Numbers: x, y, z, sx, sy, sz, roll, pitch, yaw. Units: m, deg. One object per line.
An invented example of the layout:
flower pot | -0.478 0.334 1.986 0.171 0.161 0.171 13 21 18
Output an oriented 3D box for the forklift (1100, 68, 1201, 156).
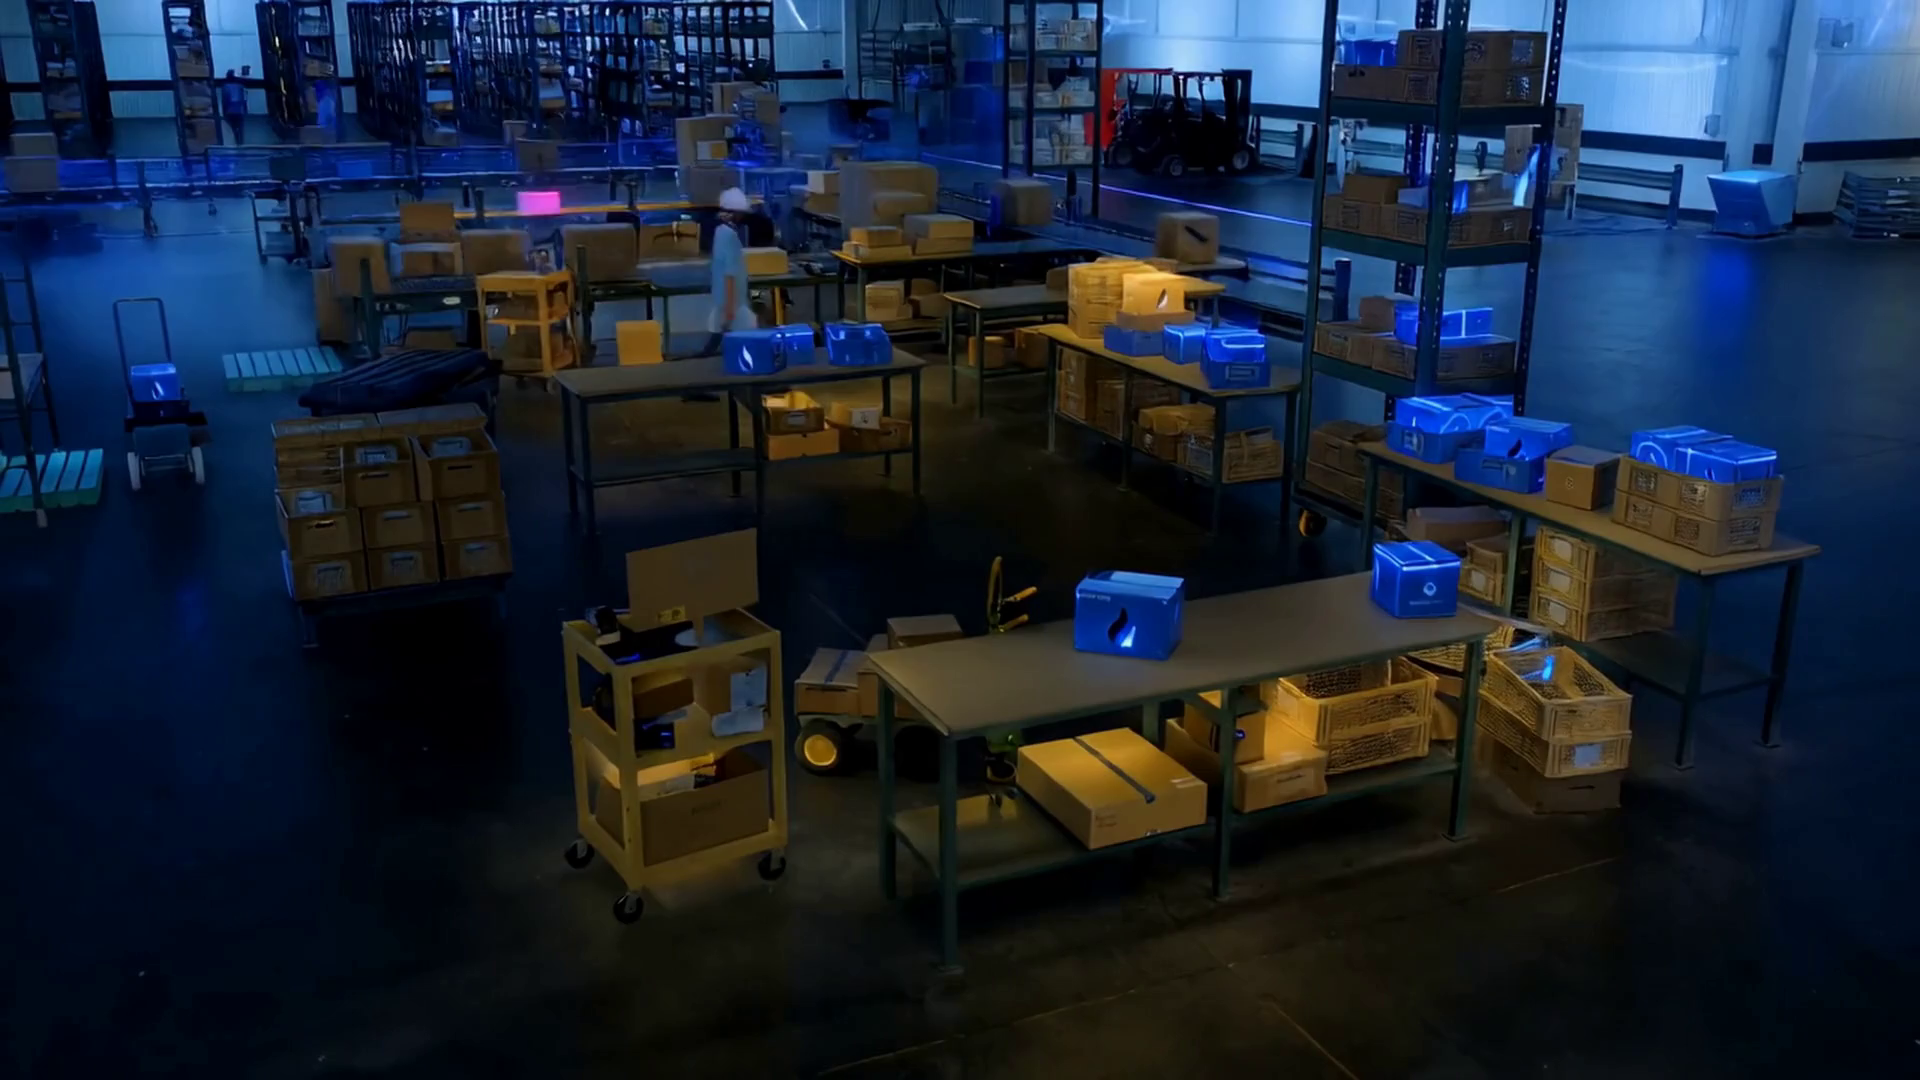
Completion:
forklift | 4.082 -9.564 37.410 2.680 1.987 1.157 -8 19 -23

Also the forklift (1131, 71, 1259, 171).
forklift | 4.998 -8.936 35.413 2.680 1.987 1.157 -9 20 -25

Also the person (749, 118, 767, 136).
person | -4.110 -8.268 34.200 0.578 1.750 0.539 10 20 29

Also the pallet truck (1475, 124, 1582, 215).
pallet truck | 9.707 -6.455 28.103 1.885 1.965 0.823 -7 19 -20

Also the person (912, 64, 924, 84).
person | -1.158 -12.233 46.307 0.386 1.996 0.610 -3 18 -9

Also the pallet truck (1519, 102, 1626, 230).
pallet truck | 9.972 -6.037 26.785 1.885 1.965 0.823 -9 20 -25

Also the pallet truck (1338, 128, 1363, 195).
pallet truck | 7.845 -7.140 31.411 1.522 1.261 0.704 -9 20 -25

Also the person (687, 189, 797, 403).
person | -2.003 -2.146 14.735 1.011 1.886 0.539 -7 19 -22

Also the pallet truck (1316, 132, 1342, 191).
pallet truck | 7.723 -7.504 32.656 1.601 1.201 0.680 -8 19 -23

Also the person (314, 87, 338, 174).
person | -13.559 -8.794 35.750 0.509 1.826 0.582 -9 20 -27

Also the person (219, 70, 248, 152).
person | -18.067 -10.676 41.422 0.609 1.996 1.033 -11 21 -31

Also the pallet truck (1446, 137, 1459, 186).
pallet truck | 9.184 -6.485 29.328 1.630 1.274 0.653 -8 19 -23
